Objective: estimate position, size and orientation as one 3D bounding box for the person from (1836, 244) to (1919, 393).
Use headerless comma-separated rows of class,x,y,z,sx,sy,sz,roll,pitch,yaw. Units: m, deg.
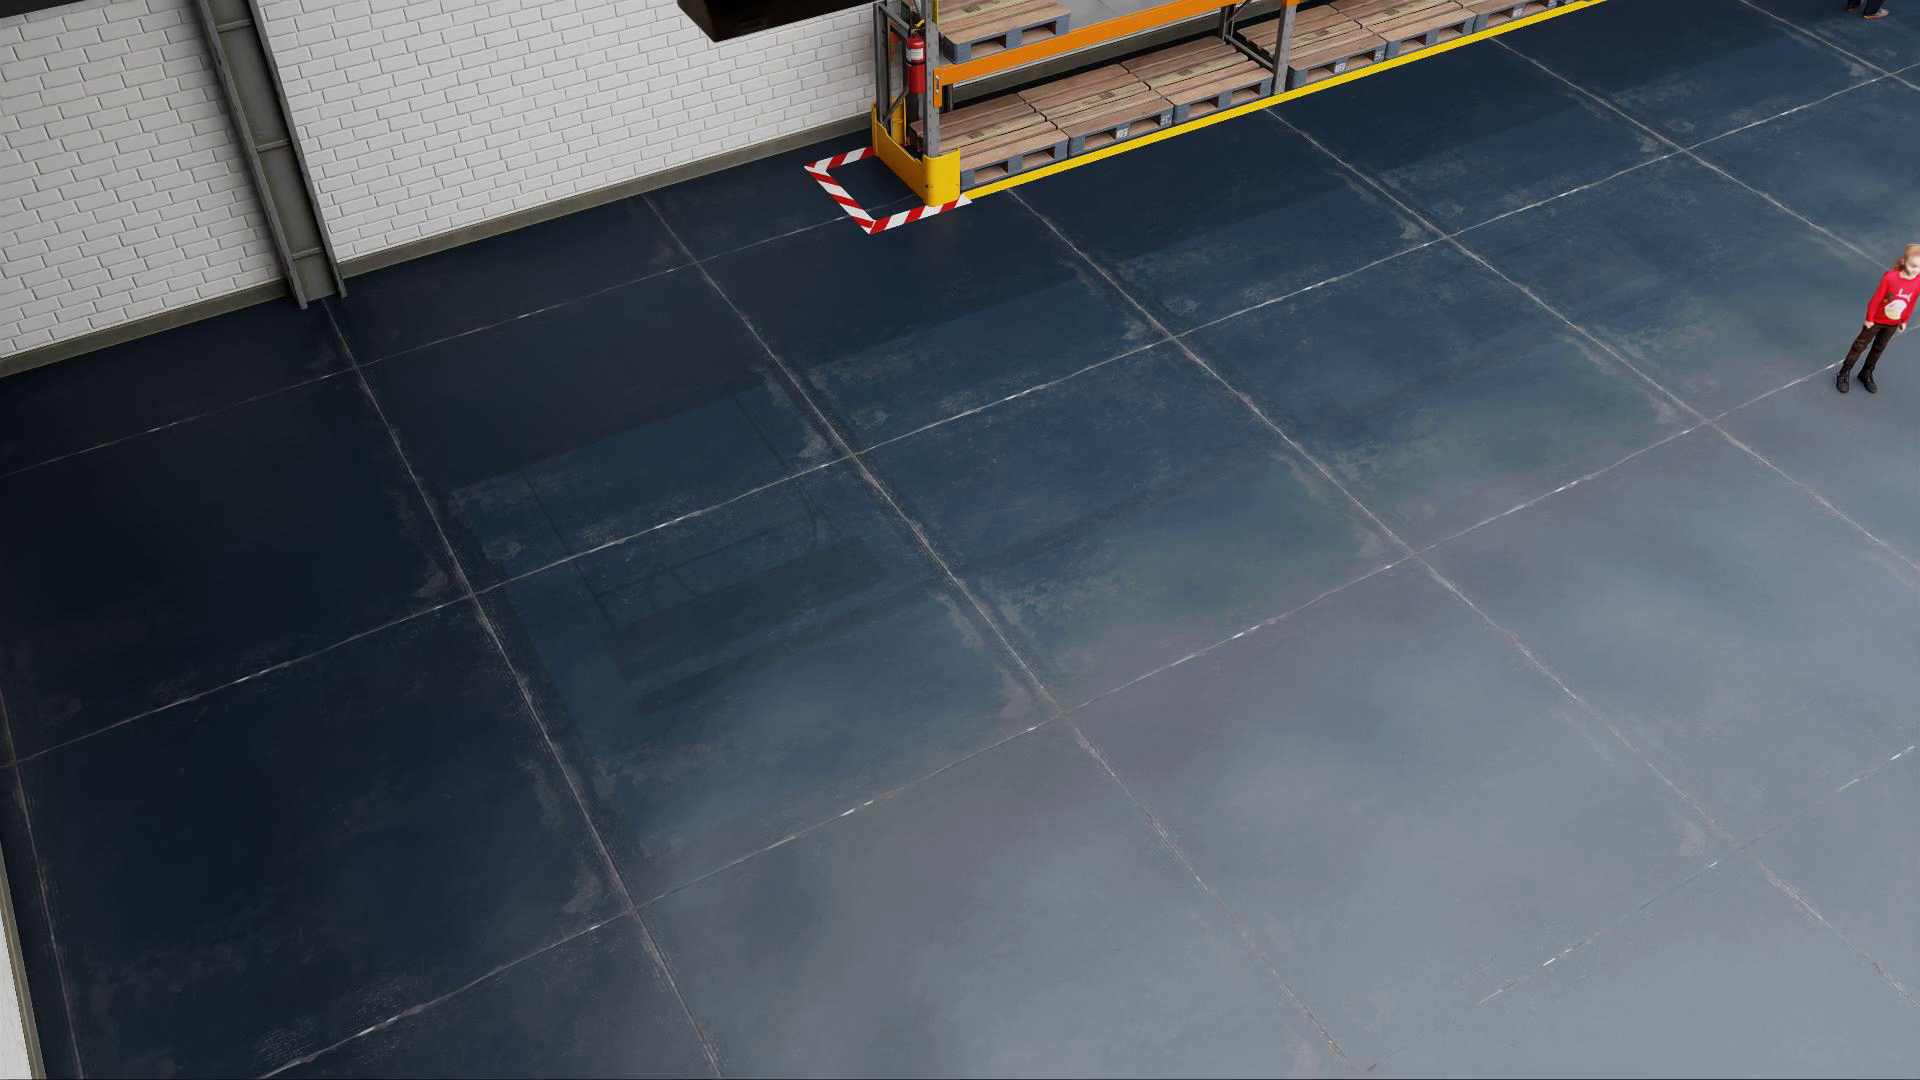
person,7.209,-1.733,12.958,0.559,1.281,0.639,0,44,0
